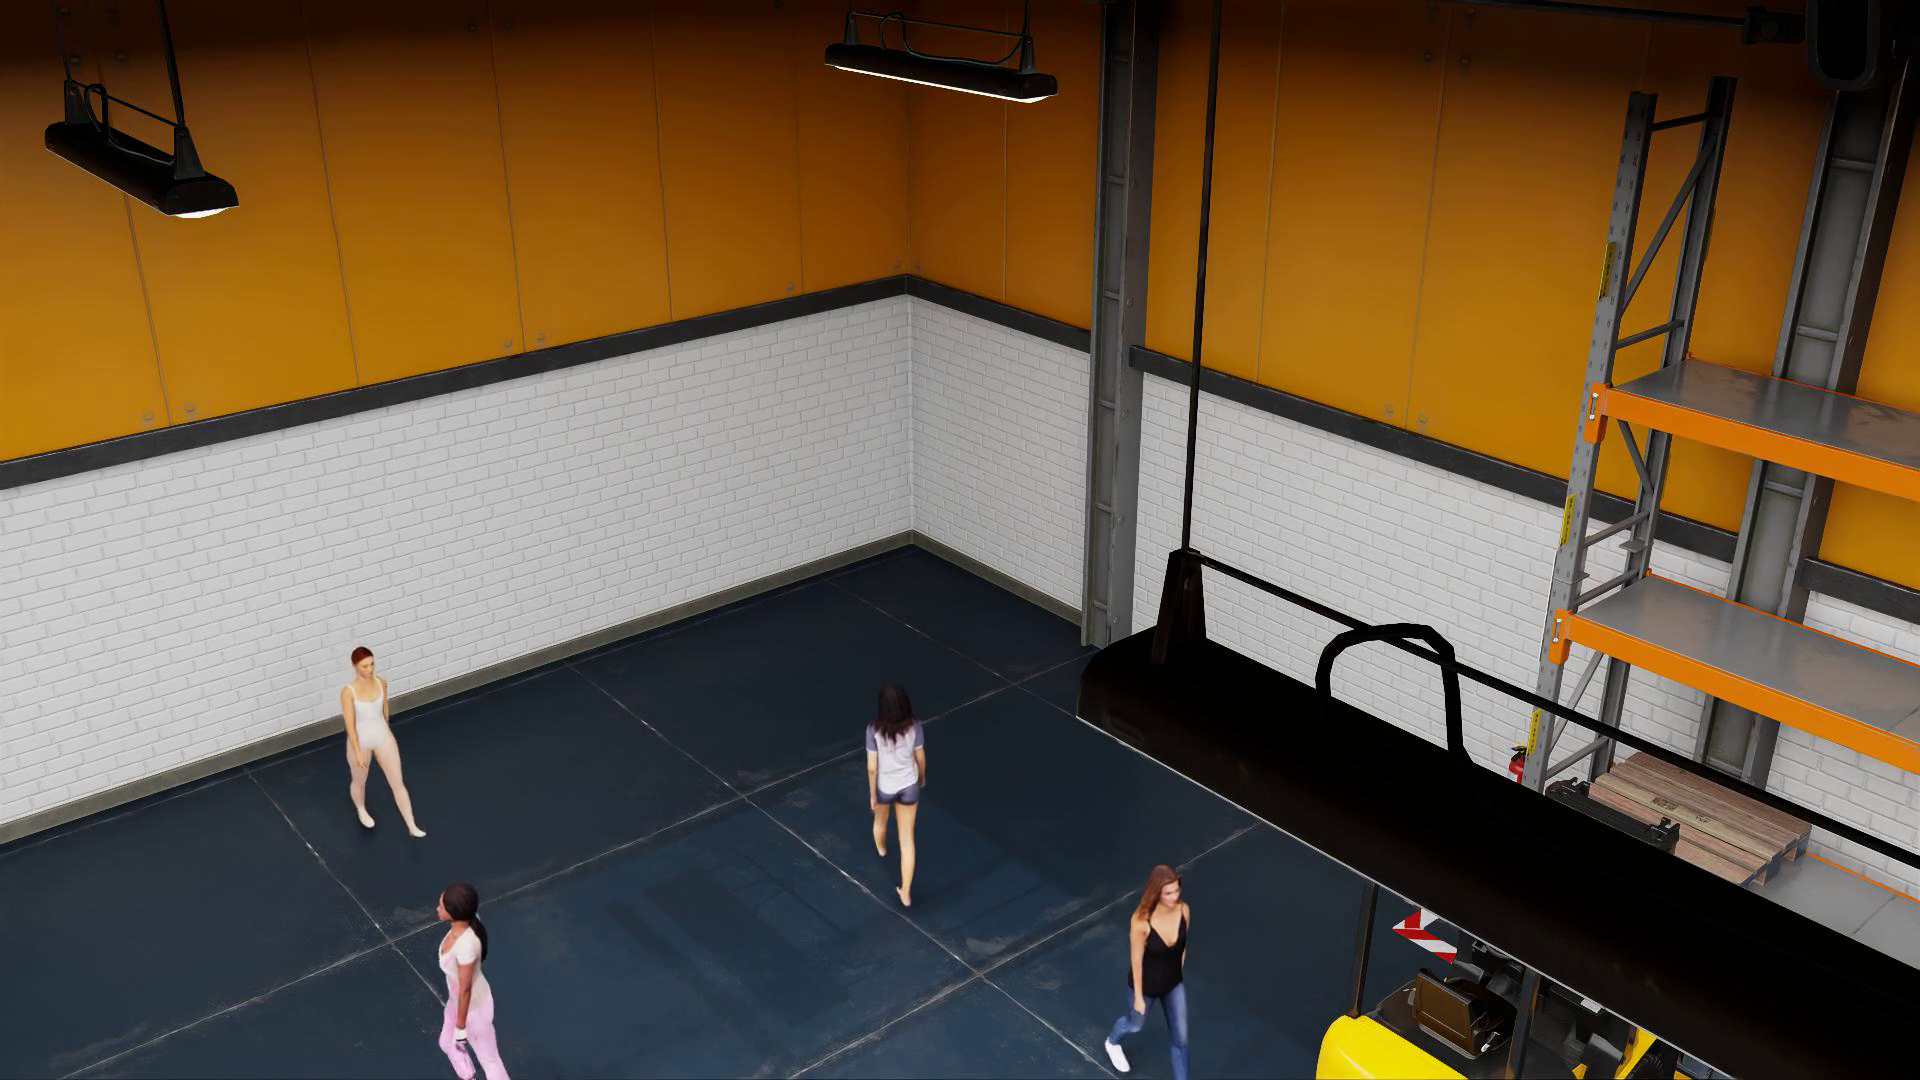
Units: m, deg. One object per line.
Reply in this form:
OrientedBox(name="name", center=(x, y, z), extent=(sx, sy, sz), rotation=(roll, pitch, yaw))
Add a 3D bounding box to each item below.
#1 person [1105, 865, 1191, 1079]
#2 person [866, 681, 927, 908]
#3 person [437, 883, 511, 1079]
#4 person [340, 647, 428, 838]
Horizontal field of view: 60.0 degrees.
OrientedBox(name="person", center=(1.160, 2.699, 10.268), extent=(0.777, 1.679, 1.159), rotation=(-11, 26, -23))
OrientedBox(name="person", center=(-0.451, 1.876, 12.149), extent=(0.989, 1.682, 1.200), rotation=(-4, 24, -8))
OrientedBox(name="person", center=(-2.840, 2.786, 10.003), extent=(0.785, 1.731, 0.727), rotation=(-7, 25, -16))
OrientedBox(name="person", center=(-4.651, 1.561, 12.964), extent=(0.606, 1.605, 1.008), rotation=(-20, 31, -38))
